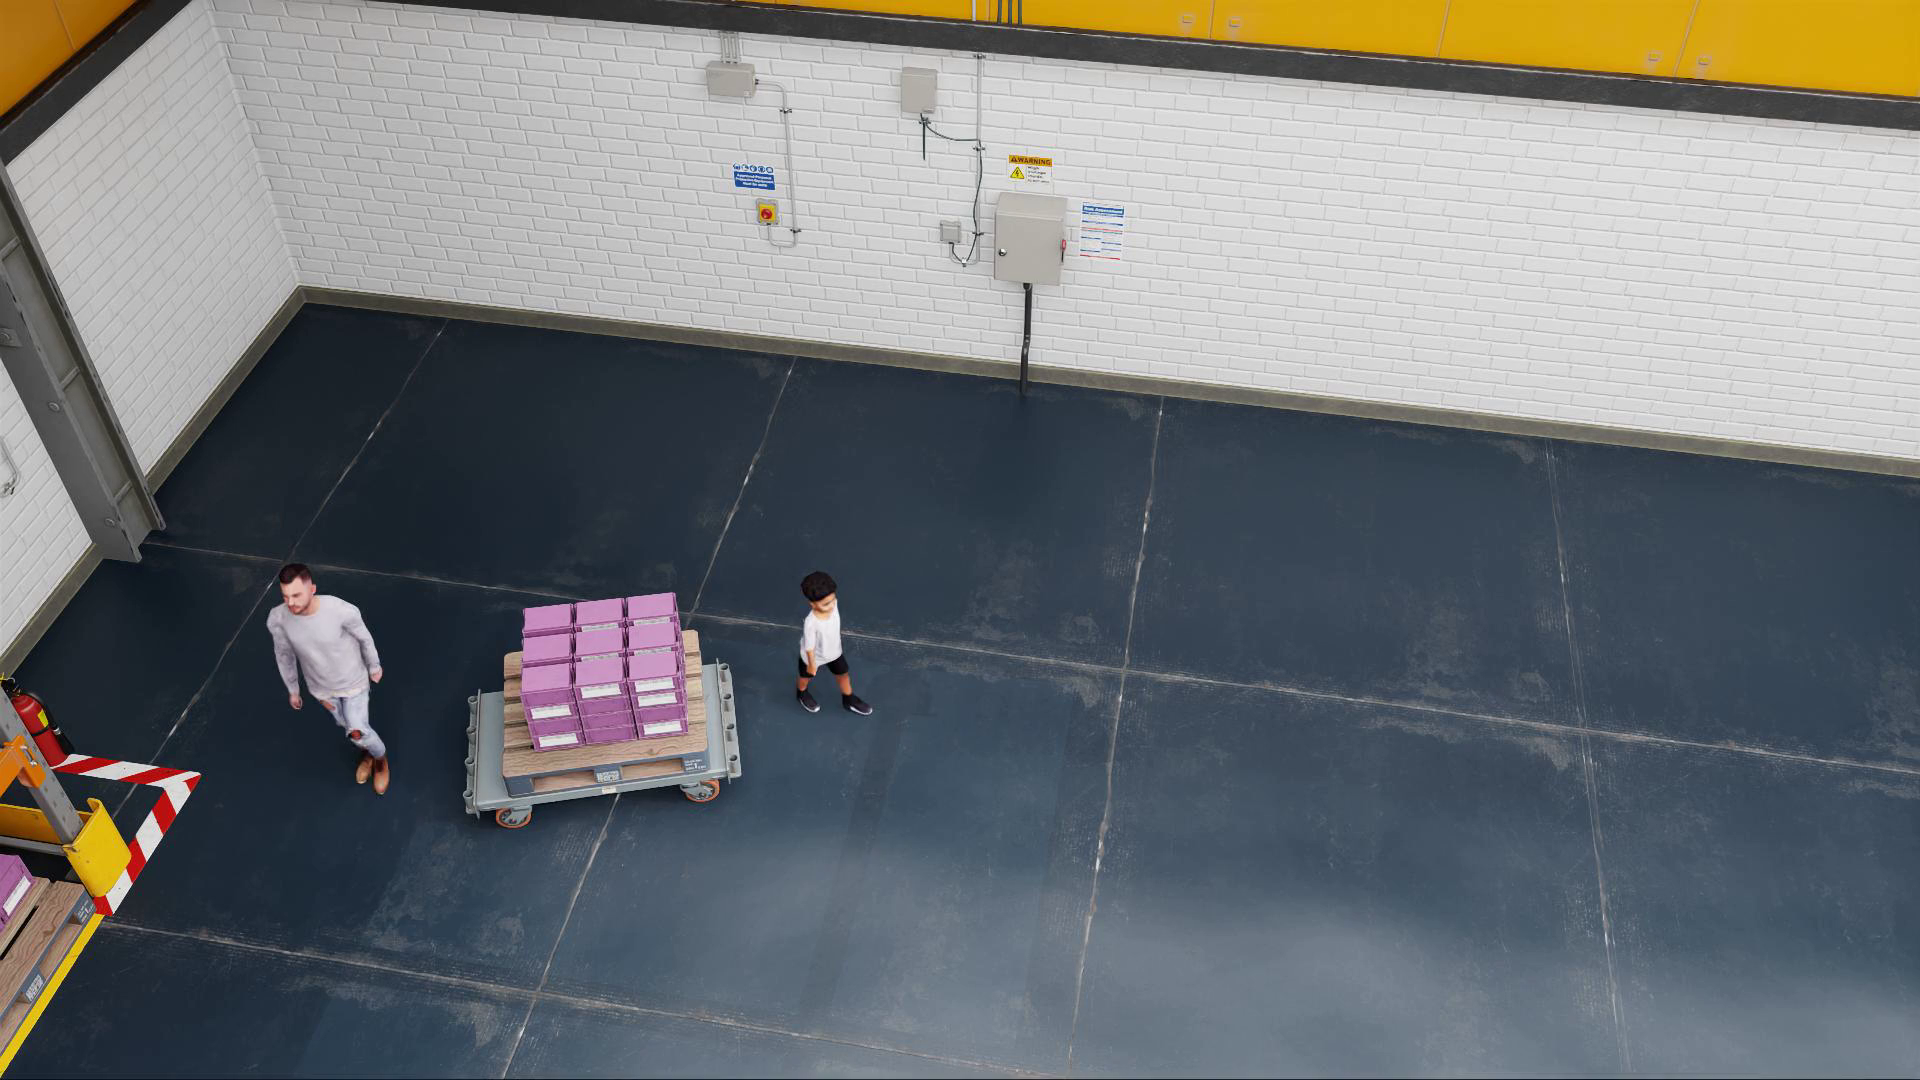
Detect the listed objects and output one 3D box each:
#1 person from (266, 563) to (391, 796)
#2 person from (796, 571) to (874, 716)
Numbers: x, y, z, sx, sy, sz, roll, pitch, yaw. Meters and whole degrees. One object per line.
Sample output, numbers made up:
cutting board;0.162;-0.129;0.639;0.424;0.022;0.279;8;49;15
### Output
person;-3.706;0.749;9.913;0.718;1.822;0.682;1;44;1
person;-0.914;0.629;10.470;0.731;1.228;0.762;26;49;25
